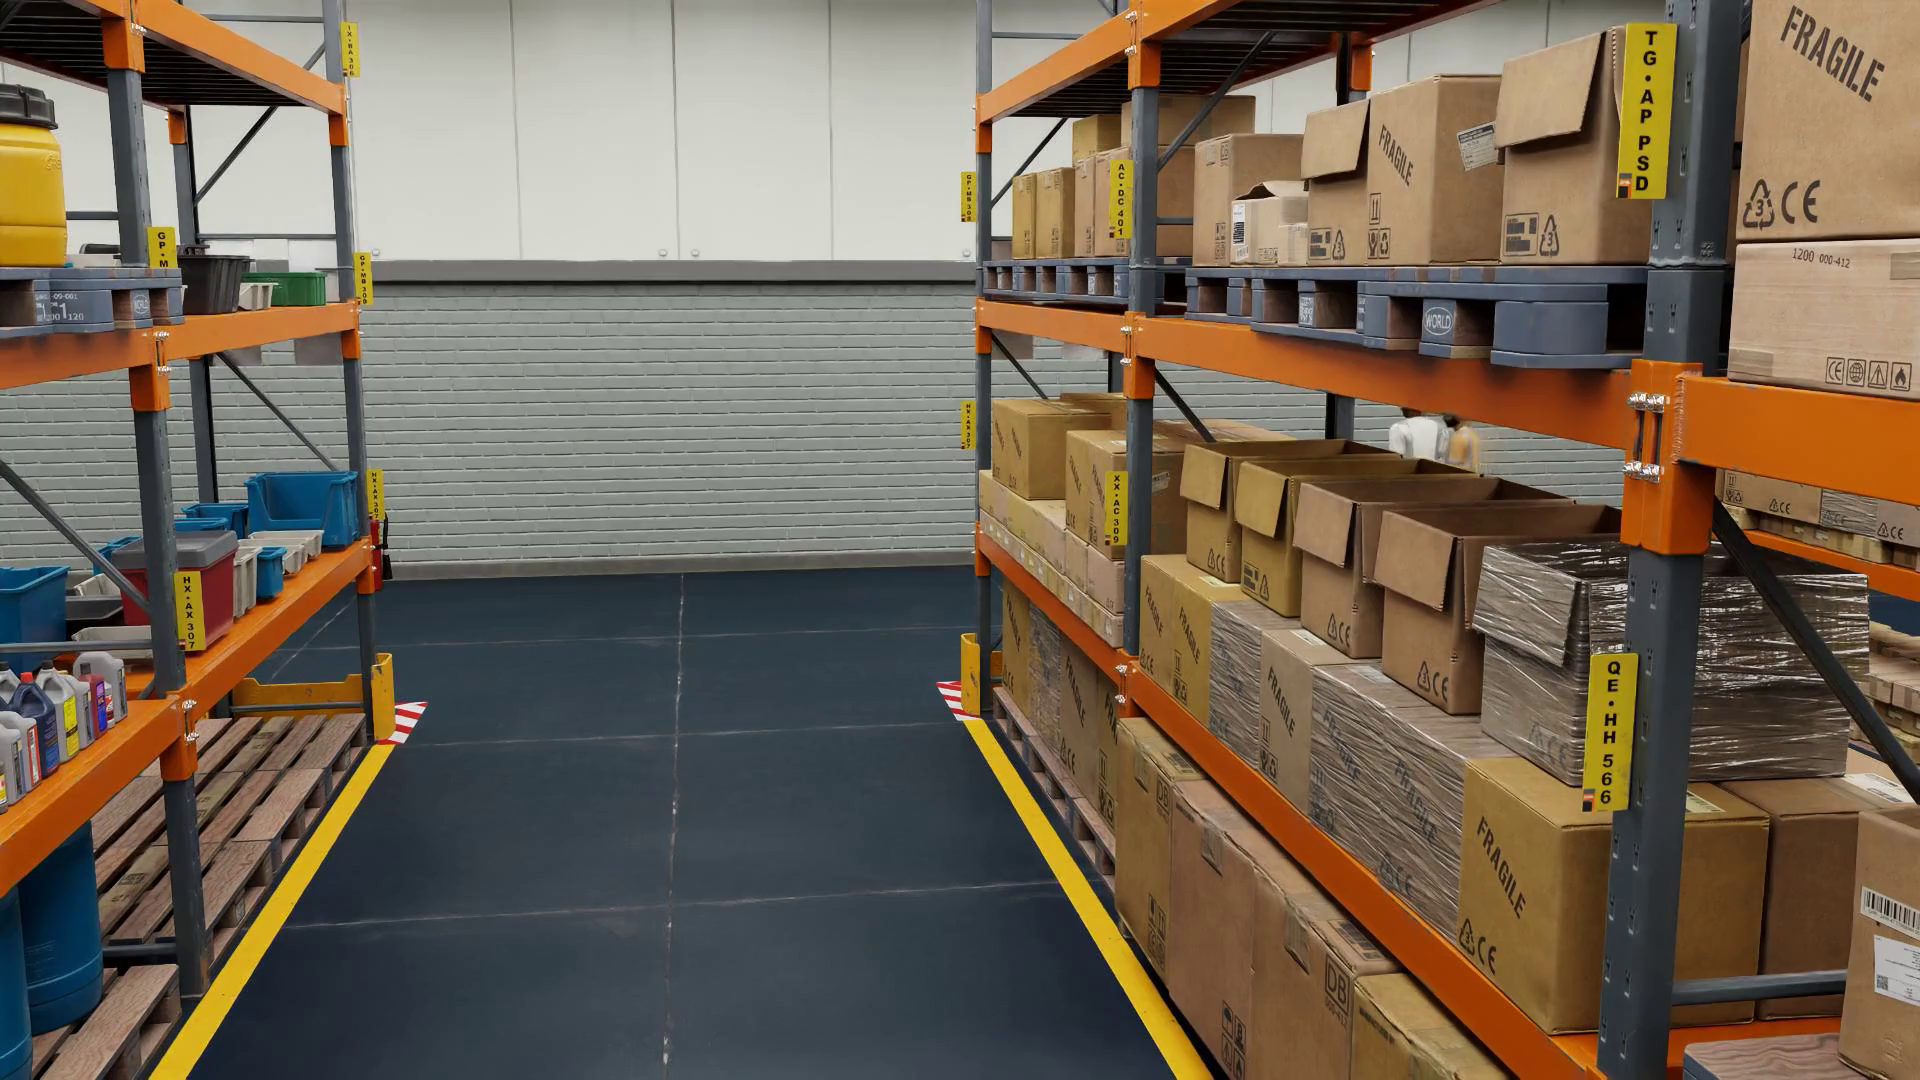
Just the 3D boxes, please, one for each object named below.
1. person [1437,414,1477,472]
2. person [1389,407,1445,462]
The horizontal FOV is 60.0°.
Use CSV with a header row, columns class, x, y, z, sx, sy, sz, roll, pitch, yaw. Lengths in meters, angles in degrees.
class,x,y,z,sx,sy,sz,roll,pitch,yaw
person,4.705,-0.438,15.722,0.977,1.887,0.561,4,10,22
person,4.136,-0.454,15.388,0.650,2.007,0.850,-4,10,-23
